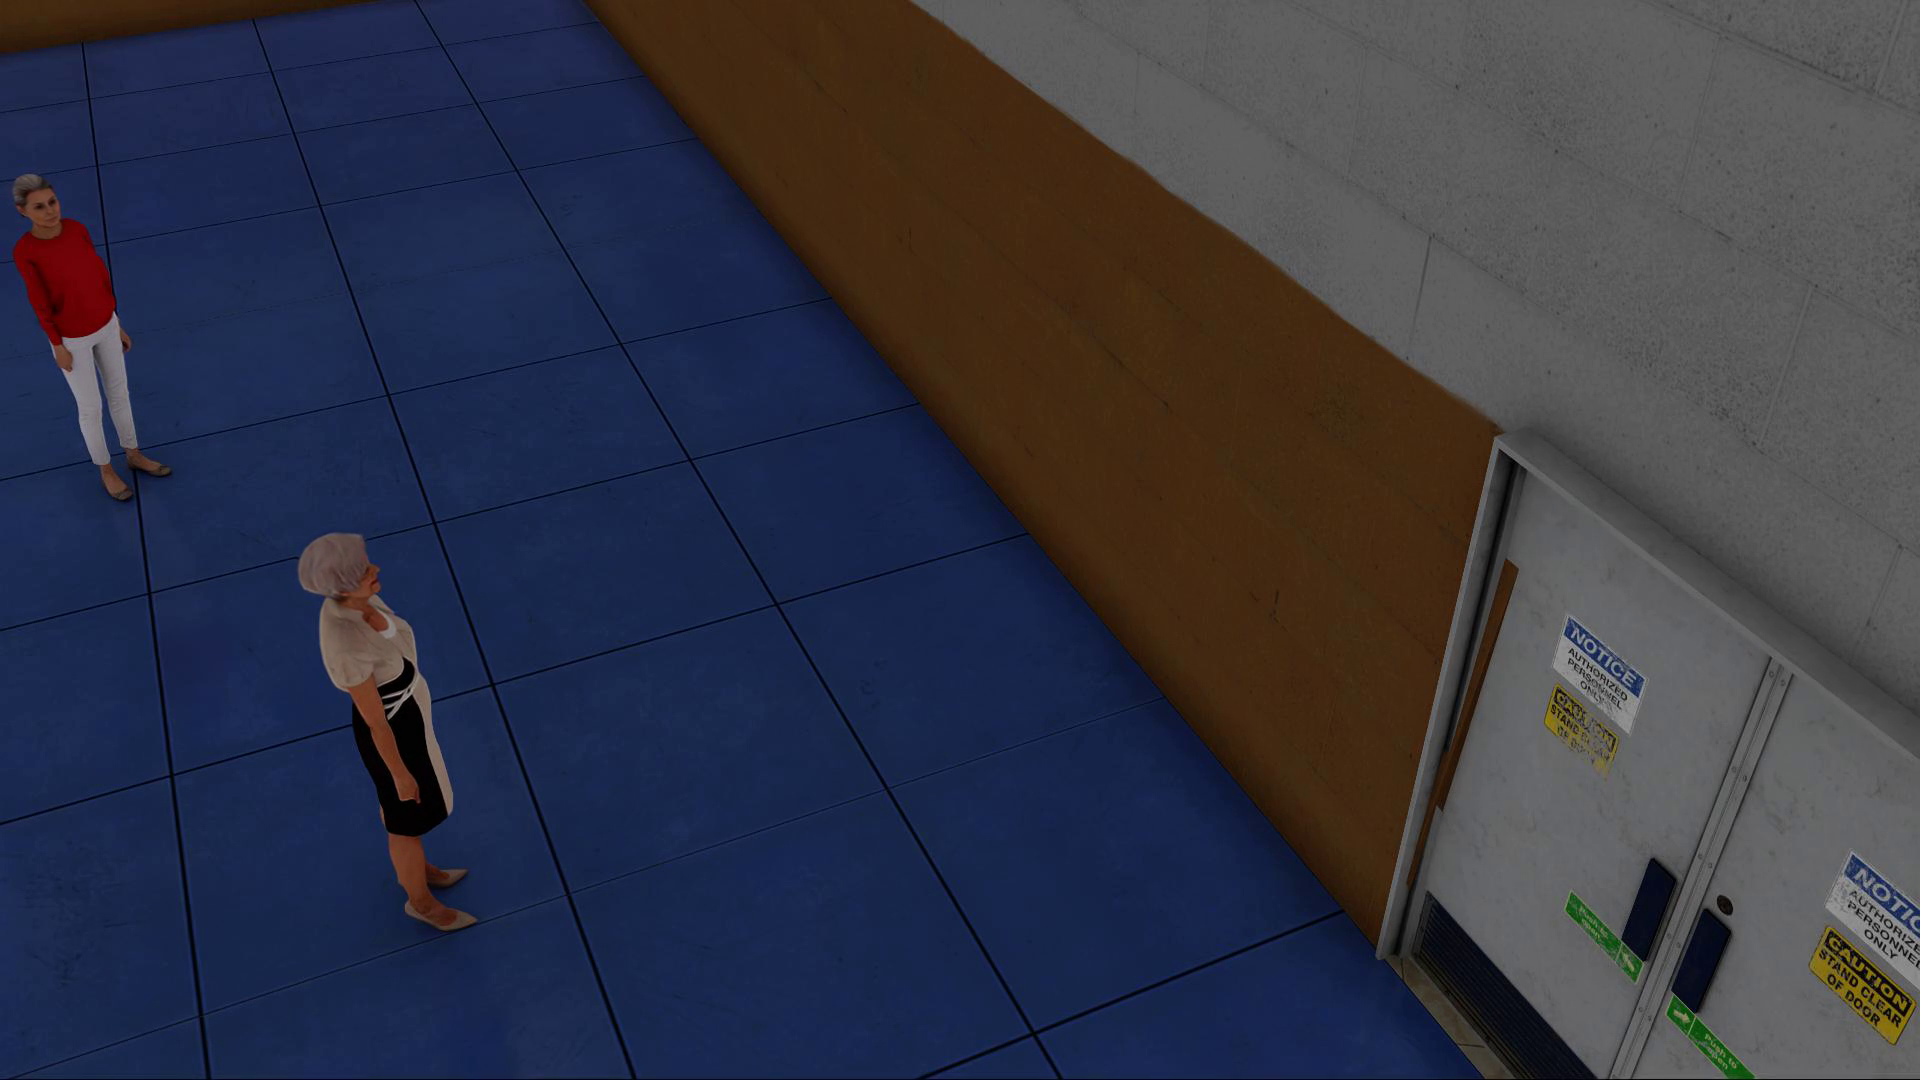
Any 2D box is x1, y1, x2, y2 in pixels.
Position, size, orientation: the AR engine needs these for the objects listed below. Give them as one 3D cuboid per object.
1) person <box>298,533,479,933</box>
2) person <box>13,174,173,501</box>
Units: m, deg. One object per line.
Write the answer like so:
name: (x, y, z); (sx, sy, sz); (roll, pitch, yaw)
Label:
person: (-2.011, 0.695, 5.832); (0.545, 1.756, 0.639); (-12, 39, -16)
person: (-4.283, -0.999, 8.141); (0.706, 1.693, 0.629); (18, 40, 22)
